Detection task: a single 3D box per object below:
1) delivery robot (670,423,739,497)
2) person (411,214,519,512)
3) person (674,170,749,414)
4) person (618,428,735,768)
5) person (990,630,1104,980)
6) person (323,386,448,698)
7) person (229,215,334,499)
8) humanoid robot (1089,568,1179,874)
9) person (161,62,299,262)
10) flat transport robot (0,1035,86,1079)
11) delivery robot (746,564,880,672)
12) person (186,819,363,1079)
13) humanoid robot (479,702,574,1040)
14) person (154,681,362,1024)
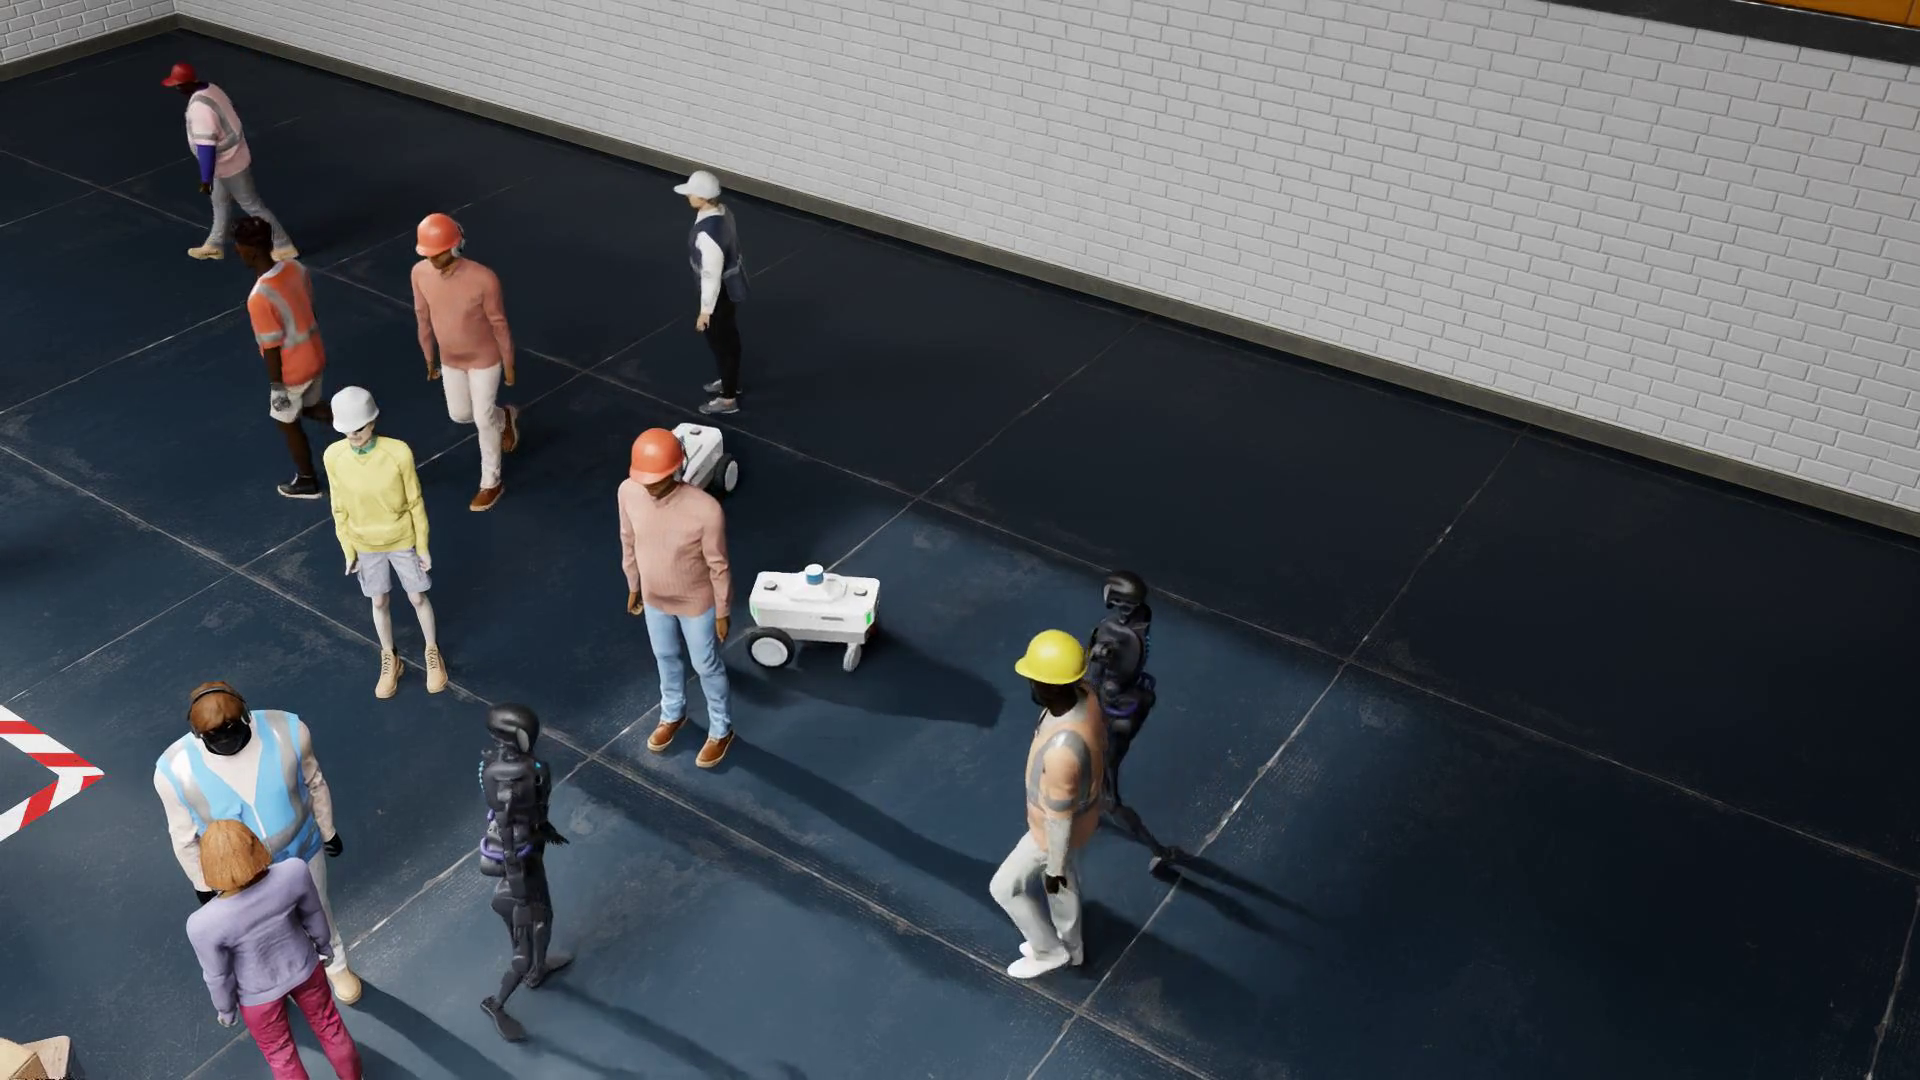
[{"bbox_3d":[-1.781,-0.434,10.647,0.499,0.610,0.808,11,36,15],"label":"delivery robot"},{"bbox_3d":[-3.070,-1.196,10.500,0.616,1.970,0.742,10,36,14],"label":"person"},{"bbox_3d":[-1.667,-1.702,11.395,0.437,1.756,0.752,-1,35,-1],"label":"person"},{"bbox_3d":[-1.422,0.289,8.359,0.617,1.986,0.402,15,38,21],"label":"person"},{"bbox_3d":[0.365,1.177,7.154,0.488,1.902,0.612,8,36,11],"label":"person"},{"bbox_3d":[-3.056,0.005,8.843,0.471,1.892,0.387,-4,35,-6],"label":"person"},{"bbox_3d":[-4.105,-1.115,10.405,0.669,1.940,0.613,3,35,4],"label":"person"},{"bbox_3d":[0.793,0.841,7.858,0.702,1.642,0.594,19,39,25],"label":"humanoid robot"},{"bbox_3d":[-5.912,-3.006,13.305,0.911,1.700,0.643,-9,36,-13],"label":"person"},{"bbox_3d":[-3.993,2.713,6.387,1.431,0.231,0.659,-10,36,-14],"label":"flat transport robot"},{"bbox_3d":[-0.834,0.408,9.422,0.751,0.584,0.522,3,35,5],"label":"delivery robot"},{"bbox_3d":[-2.710,1.737,6.589,0.280,1.631,0.502,28,44,34],"label":"person"},{"bbox_3d":[-1.916,1.376,7.076,0.441,1.648,0.618,-2,35,-3],"label":"humanoid robot"},{"bbox_3d":[-2.919,1.326,6.997,0.630,1.842,0.429,-21,40,-28],"label":"person"}]
